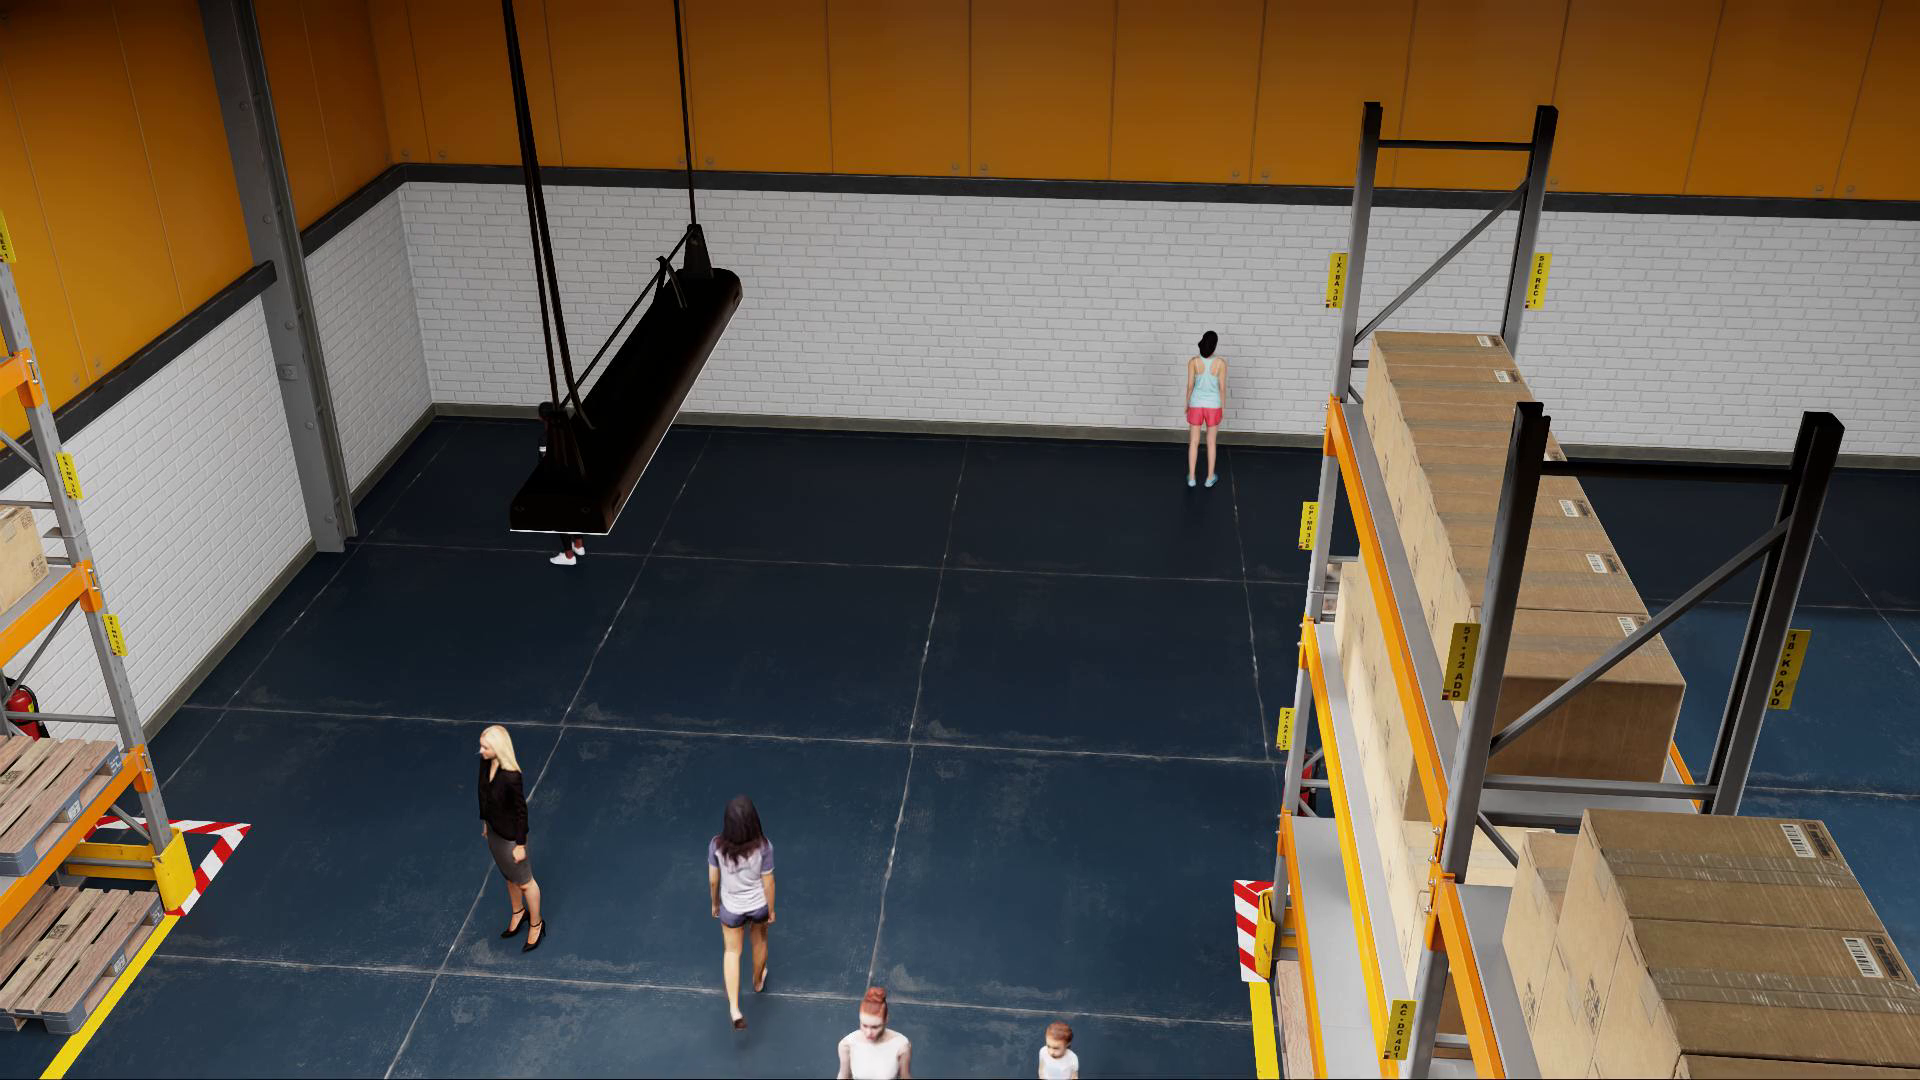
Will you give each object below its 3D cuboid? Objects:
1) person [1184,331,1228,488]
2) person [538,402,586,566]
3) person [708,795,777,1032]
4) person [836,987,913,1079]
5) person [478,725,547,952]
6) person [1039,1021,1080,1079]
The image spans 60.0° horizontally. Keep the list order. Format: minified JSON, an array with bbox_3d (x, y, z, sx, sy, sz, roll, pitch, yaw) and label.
[{"bbox_3d":[2.637,-1.419,17.907,0.621,1.764,0.582,6,29,11],"label":"person"},{"bbox_3d":[-3.944,-0.574,16.393,0.729,1.732,0.595,10,30,18],"label":"person"},{"bbox_3d":[-1.414,2.448,10.873,0.649,1.713,1.010,0,29,0],"label":"person"},{"bbox_3d":[-0.457,3.191,9.472,0.648,1.748,1.104,5,29,8],"label":"person"},{"bbox_3d":[-3.105,2.047,11.471,0.688,1.844,0.718,22,36,35],"label":"person"},{"bbox_3d":[0.624,3.294,10.055,0.539,1.010,0.720,11,31,19],"label":"person"}]
